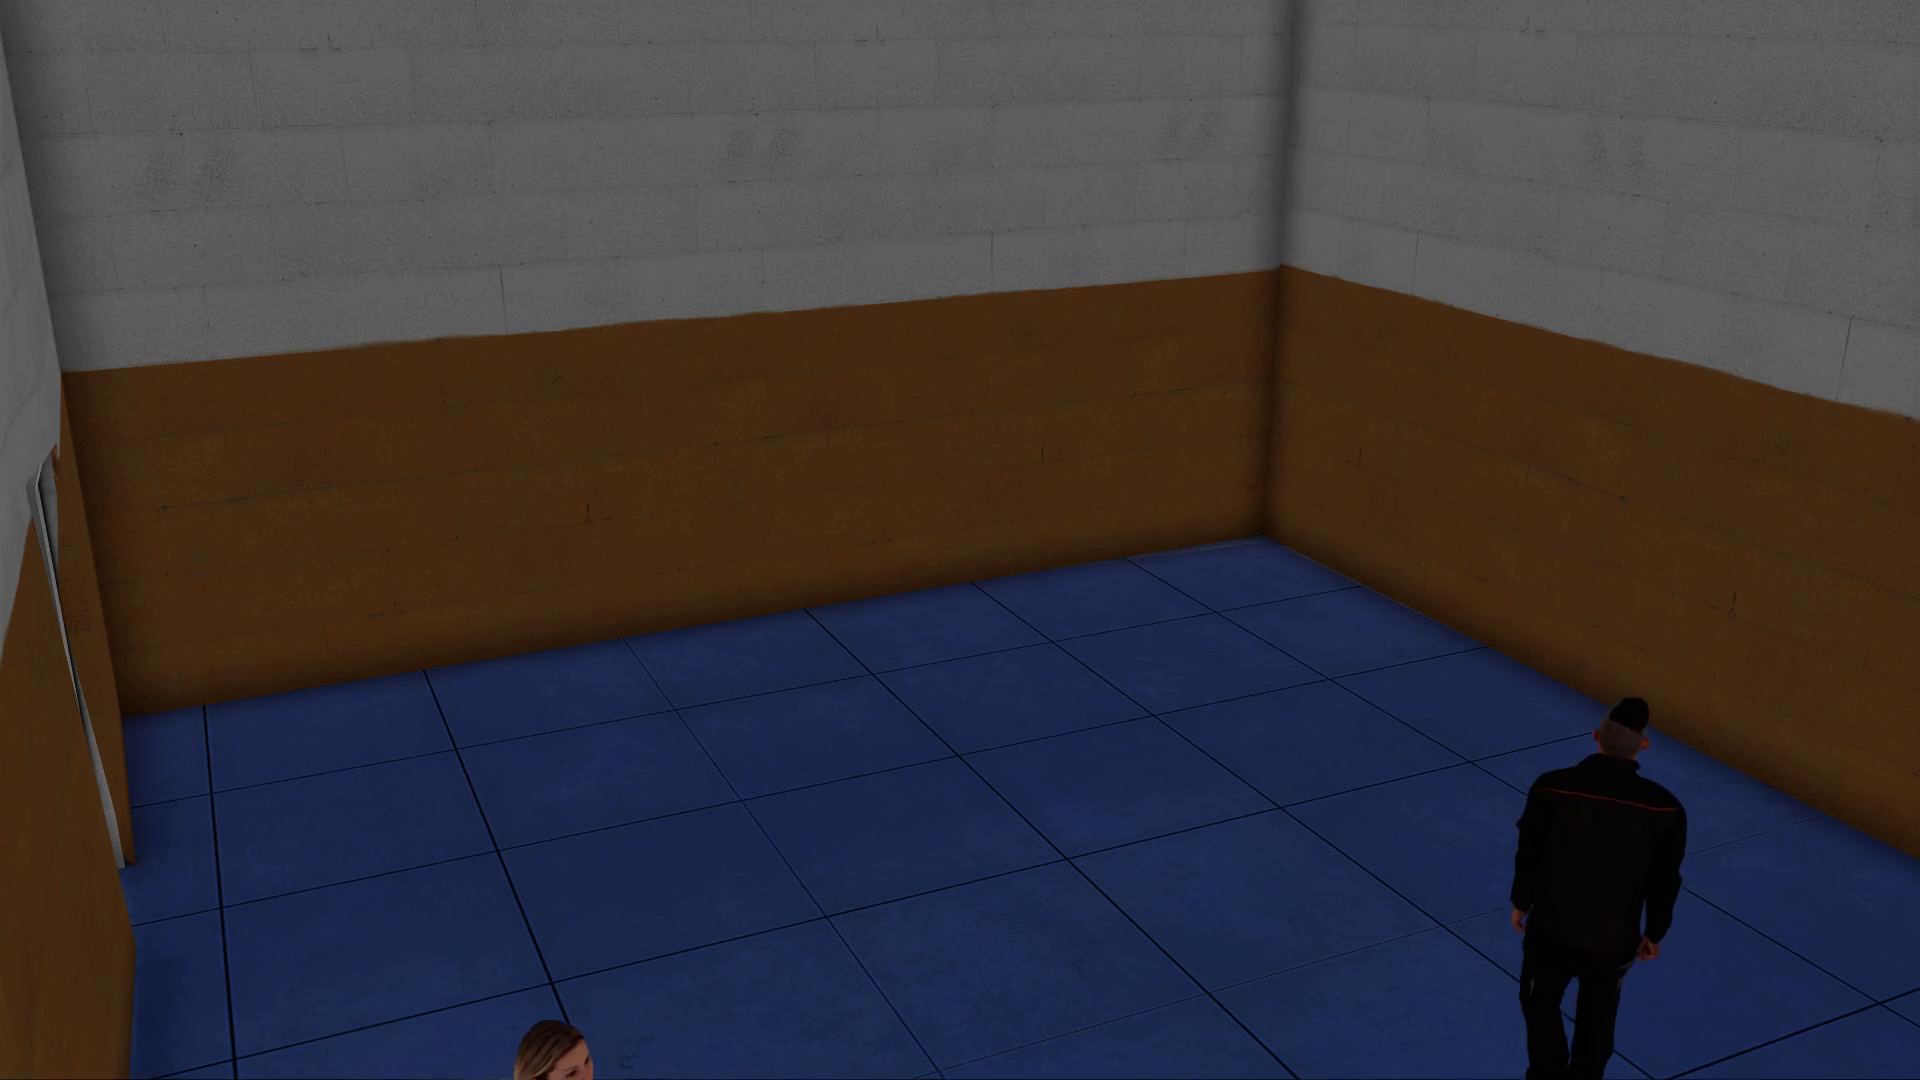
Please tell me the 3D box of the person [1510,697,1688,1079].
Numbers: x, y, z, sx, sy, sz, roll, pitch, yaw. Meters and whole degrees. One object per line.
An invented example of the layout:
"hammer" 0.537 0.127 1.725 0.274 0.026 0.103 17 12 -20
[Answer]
"person" 2.374 1.453 6.293 1.072 1.843 1.117 5 19 15
